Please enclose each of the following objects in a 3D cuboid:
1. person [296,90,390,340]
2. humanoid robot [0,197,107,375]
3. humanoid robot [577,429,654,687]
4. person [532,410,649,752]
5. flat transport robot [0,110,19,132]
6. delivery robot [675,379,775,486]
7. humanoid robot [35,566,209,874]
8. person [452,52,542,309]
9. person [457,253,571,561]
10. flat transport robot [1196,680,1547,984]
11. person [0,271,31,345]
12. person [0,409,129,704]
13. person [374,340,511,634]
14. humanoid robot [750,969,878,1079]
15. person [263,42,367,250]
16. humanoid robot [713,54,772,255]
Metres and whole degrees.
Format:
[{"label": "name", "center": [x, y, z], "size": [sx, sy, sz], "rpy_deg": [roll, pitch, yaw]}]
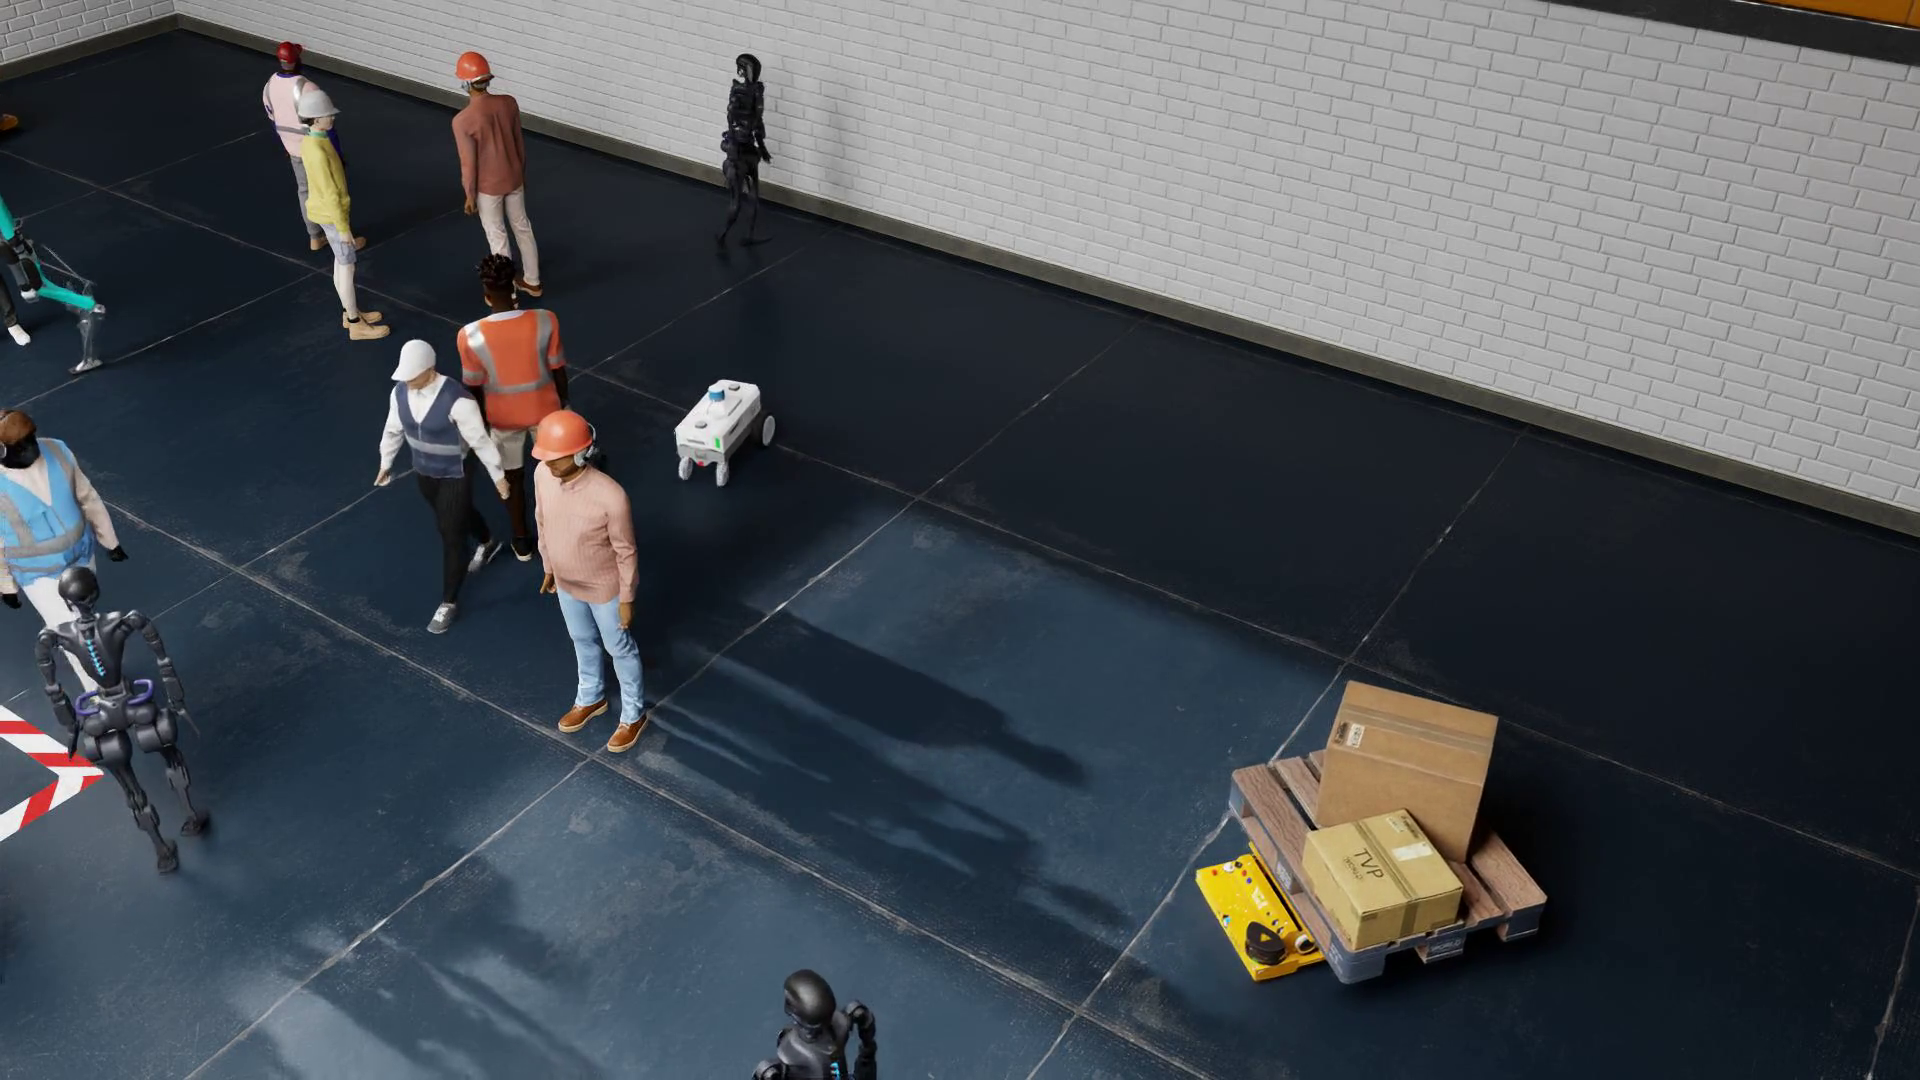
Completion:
[{"label": "person", "center": [-4.603, -2.381, 12.255], "size": [0.385, 1.891, 0.469], "rpy_deg": [-16, 38, -21]}, {"label": "humanoid robot", "center": [-6.428, -1.894, 11.764], "size": [0.792, 1.856, 0.543], "rpy_deg": [-16, 38, -21]}, {"label": "humanoid robot", "center": [-1.960, 0.080, 8.916], "size": [0.380, 1.648, 0.596], "rpy_deg": [12, 37, 17]}, {"label": "person", "center": [-1.893, 0.208, 8.462], "size": [0.611, 1.995, 0.376], "rpy_deg": [19, 39, 25]}, {"label": "flat transport robot", "center": [-9.743, -3.817, 15.719], "size": [0.659, 0.231, 1.431], "rpy_deg": [14, 37, 19]}, {"label": "delivery robot", "center": [-1.599, -0.762, 11.096], "size": [0.499, 0.587, 0.791], "rpy_deg": [11, 36, 15]}, {"label": "humanoid robot", "center": [-3.929, 0.854, 7.823], "size": [0.584, 1.643, 0.384], "rpy_deg": [-13, 37, -18]}, {"label": "person", "center": [-3.540, -2.721, 12.648], "size": [0.383, 1.995, 0.610], "rpy_deg": [22, 41, 29]}, {"label": "person", "center": [-2.608, -0.780, 9.914], "size": [0.605, 1.955, 0.400], "rpy_deg": [-12, 37, -17]}, {"label": "flat transport robot", "center": [1.916, 1.638, 7.923], "size": [1.431, 0.231, 0.659], "rpy_deg": [-10, 36, -14]}, {"label": "person", "center": [-7.255, -2.250, 12.087], "size": [0.507, 1.866, 0.329], "rpy_deg": [-21, 40, -28]}, {"label": "person", "center": [-4.629, 0.142, 8.703], "size": [0.706, 1.820, 0.644], "rpy_deg": [14, 37, 19]}, {"label": "person", "center": [-2.978, -0.397, 9.575], "size": [0.768, 1.709, 0.905], "rpy_deg": [14, 37, 19]}, {"label": "humanoid robot", "center": [-0.490, 2.148, 6.013], "size": [0.588, 1.635, 0.782], "rpy_deg": [-28, 43, -34]}, {"label": "person", "center": [-5.255, -3.179, 13.510], "size": [0.622, 1.755, 0.420], "rpy_deg": [14, 37, 20]}, {"label": "humanoid robot", "center": [-1.801, -3.161, 13.560], "size": [0.481, 1.644, 0.612], "rpy_deg": [13, 37, 18]}]
